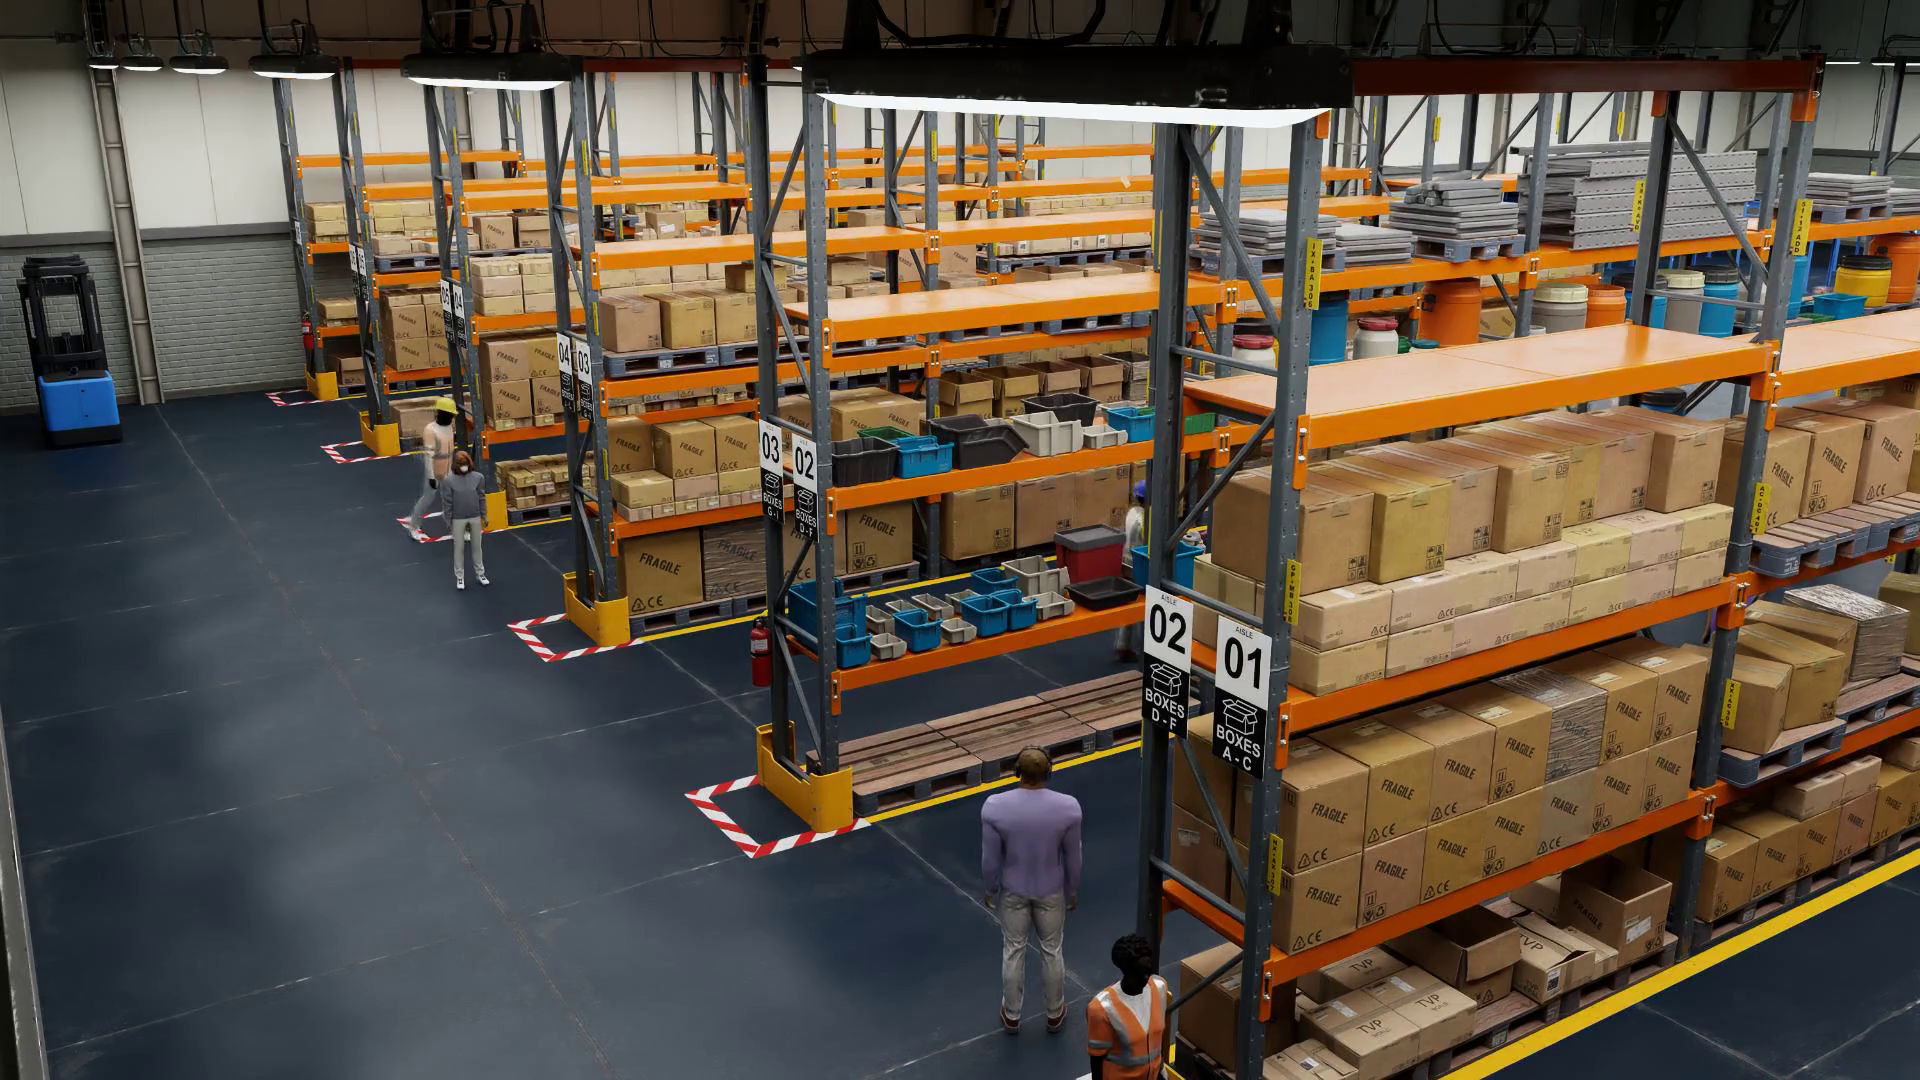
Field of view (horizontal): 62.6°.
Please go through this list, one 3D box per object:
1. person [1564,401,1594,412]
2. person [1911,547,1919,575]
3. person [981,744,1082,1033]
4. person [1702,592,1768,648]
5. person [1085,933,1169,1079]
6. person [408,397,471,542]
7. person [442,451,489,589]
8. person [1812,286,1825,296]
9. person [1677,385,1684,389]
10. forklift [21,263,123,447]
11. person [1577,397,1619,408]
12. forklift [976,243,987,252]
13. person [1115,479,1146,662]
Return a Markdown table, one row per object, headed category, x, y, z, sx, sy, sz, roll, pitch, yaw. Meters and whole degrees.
| category | x | y | z | sx | sy | sz | roll | pitch | yaw |
| --- | --- | --- | --- | --- | --- | --- | --- | --- | --- |
| person | 10.198 | -2.484 | 25.864 | 0.838 | 1.595 | 0.505 | 8 | 19 | 24 |
| person | 10.551 | 0.035 | 17.220 | 0.497 | 1.815 | 0.603 | -6 | 18 | -18 |
| person | 0.444 | 2.193 | 9.938 | 0.629 | 1.939 | 0.374 | 1 | 17 | 2 |
| person | 7.030 | 0.886 | 14.377 | 0.390 | 1.847 | 0.563 | -6 | 18 | -20 |
| person | 0.880 | 2.825 | 8.275 | 0.532 | 1.697 | 0.319 | -12 | 21 | -35 |
| person | -6.728 | -0.898 | 20.202 | 0.958 | 1.862 | 0.700 | 5 | 18 | 17 |
| person | -5.773 | -0.250 | 18.462 | 0.499 | 1.634 | 0.288 | -10 | 20 | -31 |
| person | 16.002 | -3.826 | 29.748 | 0.657 | 1.887 | 0.673 | -7 | 18 | -22 |
| person | 12.097 | -2.957 | 26.735 | 0.622 | 1.990 | 0.402 | 16 | 23 | 42 |
| forklift | -14.518 | -3.079 | 25.708 | 1.129 | 2.768 | 1.873 | -10 | 20 | -31 |
| person | 11.114 | -2.975 | 27.041 | 0.814 | 1.865 | 0.585 | 0 | 17 | -1 |
| forklift | 0.988 | -5.474 | 34.718 | 1.214 | 2.155 | 2.313 | -10 | 20 | -31 |
| person | 1.990 | 0.311 | 16.147 | 0.850 | 1.918 | 0.624 | -1 | 17 | -4 |
